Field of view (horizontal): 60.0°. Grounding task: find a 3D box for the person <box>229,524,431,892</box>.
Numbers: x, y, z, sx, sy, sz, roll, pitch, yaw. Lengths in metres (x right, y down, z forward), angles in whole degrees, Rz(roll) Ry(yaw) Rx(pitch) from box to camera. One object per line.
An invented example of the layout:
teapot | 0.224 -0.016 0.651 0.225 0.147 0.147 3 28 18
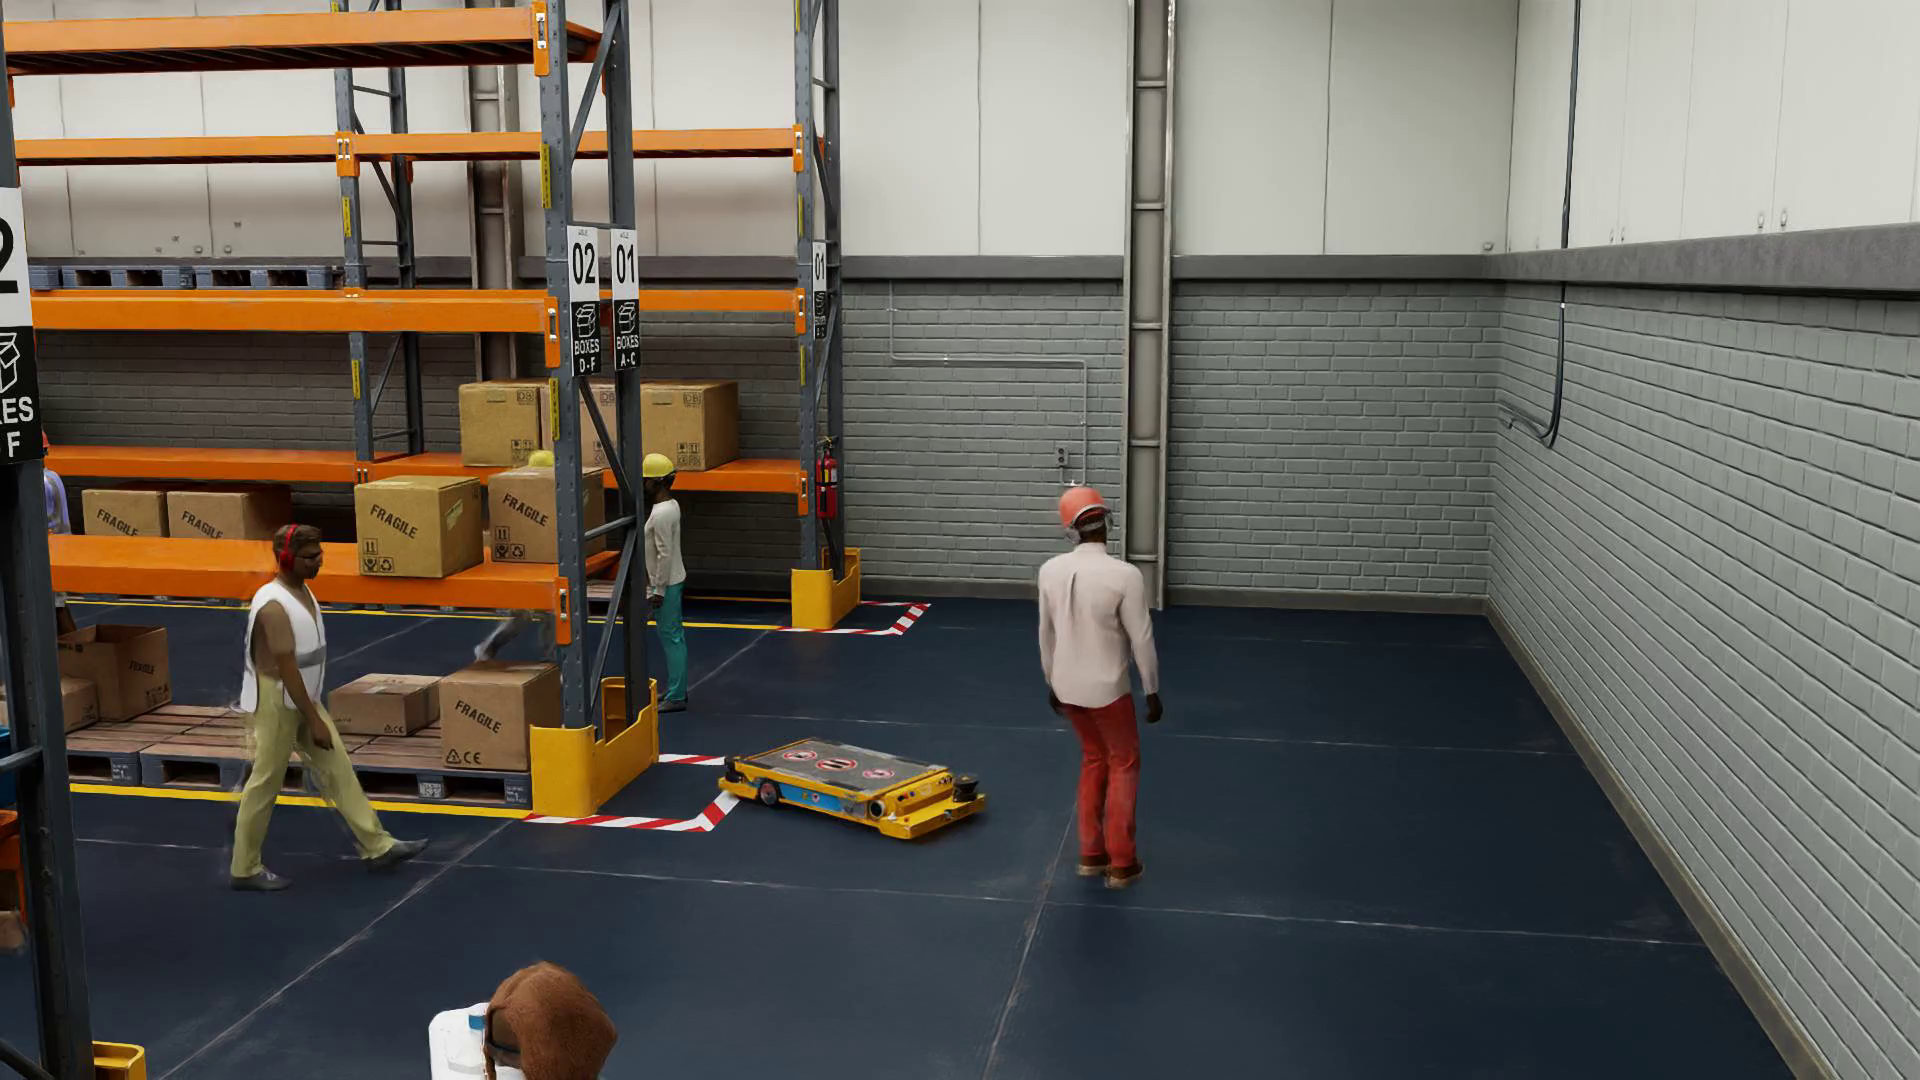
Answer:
person | -3.101 0.813 7.991 0.966 1.786 0.559 0 9 -3

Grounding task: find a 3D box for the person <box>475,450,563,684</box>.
person | -3.156 0.200 12.020 0.648 1.717 0.492 3 10 18

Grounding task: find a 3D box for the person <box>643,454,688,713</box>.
person | -2.031 0.292 11.321 0.322 1.767 0.533 0 9 -3

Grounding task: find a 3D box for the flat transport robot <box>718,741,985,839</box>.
flat transport robot | -0.621 1.361 9.316 1.431 0.197 0.652 7 12 37

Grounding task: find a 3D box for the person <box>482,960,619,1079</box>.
person | -0.812 1.642 3.386 0.517 1.620 0.323 7 11 36

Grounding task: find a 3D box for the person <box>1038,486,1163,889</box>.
person | 0.671 0.717 8.108 0.438 1.950 0.662 -9 13 -43

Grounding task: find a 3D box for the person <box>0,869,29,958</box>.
person | -4.532 0.836 7.246 0.993 1.982 0.622 2 9 14
